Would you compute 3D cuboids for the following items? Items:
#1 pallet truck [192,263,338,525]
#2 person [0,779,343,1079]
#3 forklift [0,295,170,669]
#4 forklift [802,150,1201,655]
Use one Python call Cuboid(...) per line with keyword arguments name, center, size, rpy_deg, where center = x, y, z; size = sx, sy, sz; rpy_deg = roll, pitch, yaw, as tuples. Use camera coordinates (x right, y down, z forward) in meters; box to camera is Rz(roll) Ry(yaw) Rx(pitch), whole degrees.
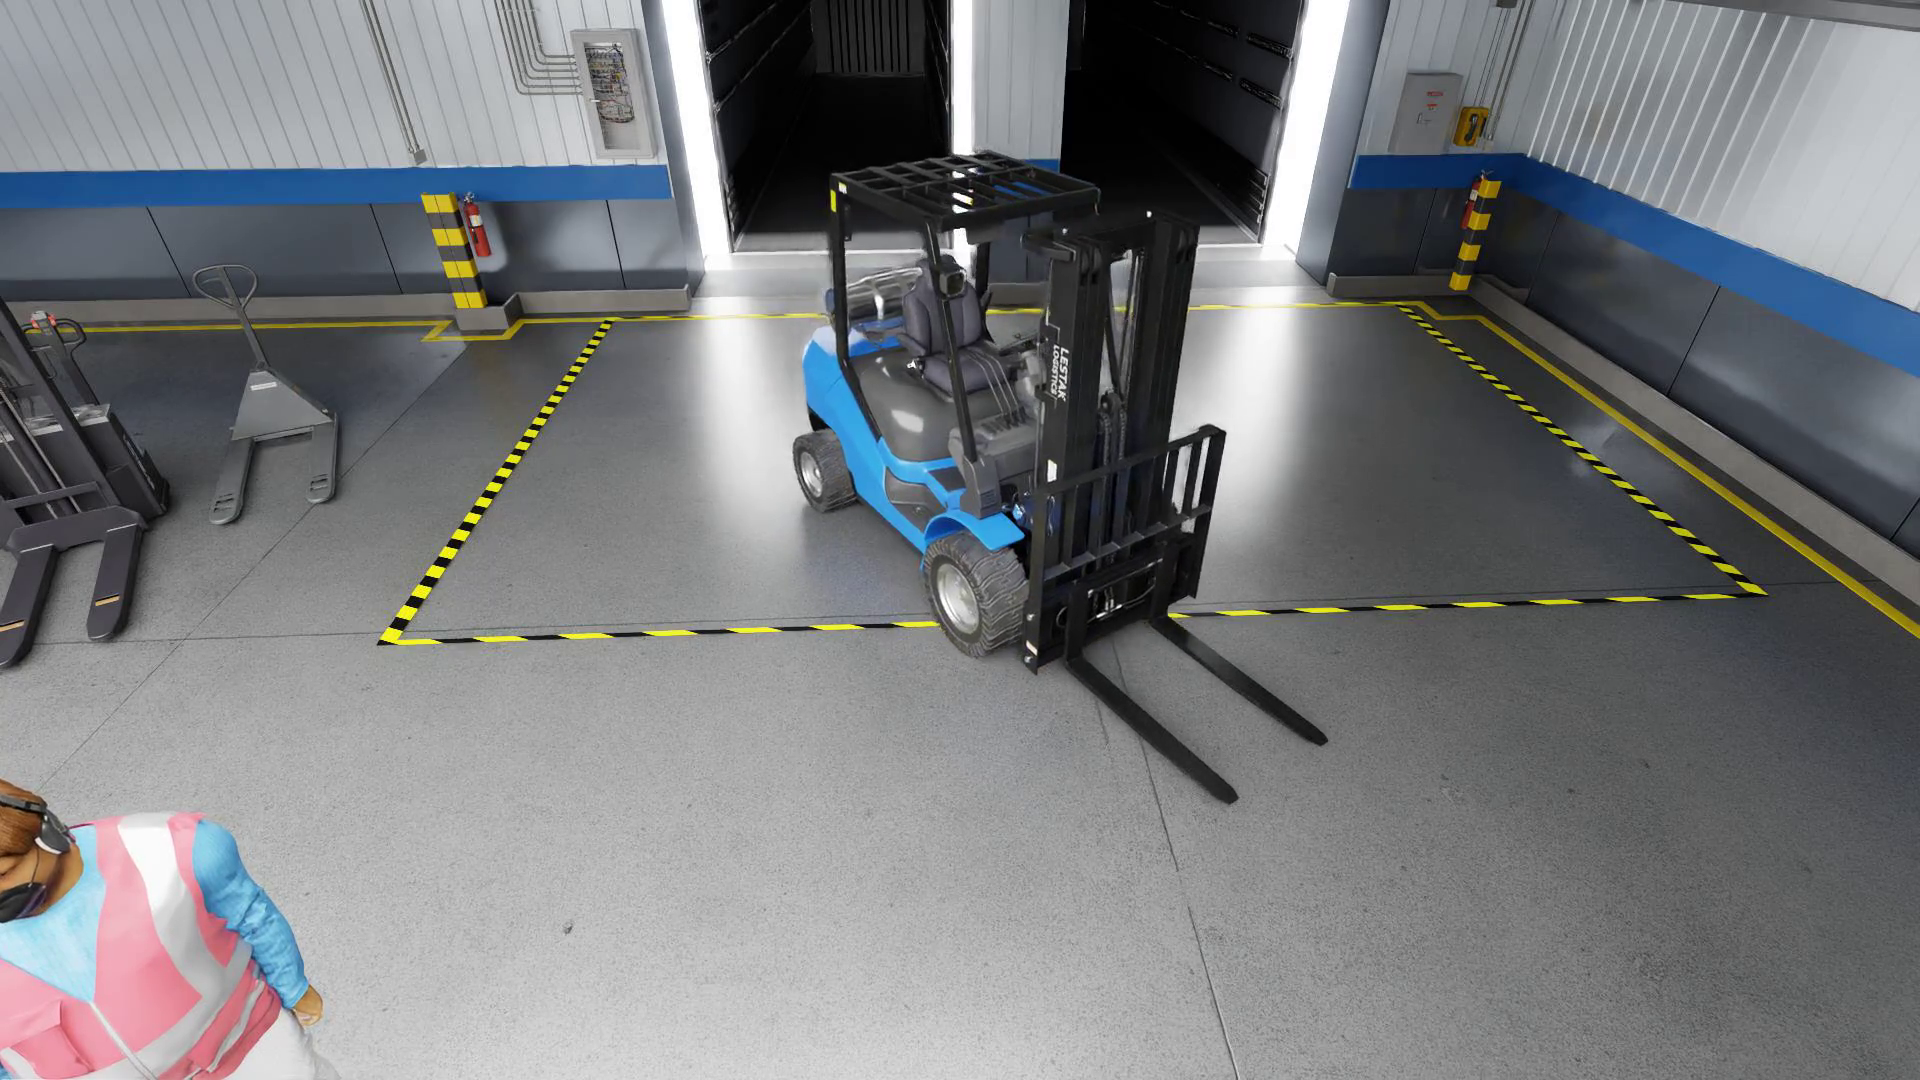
Cuboid(name="pallet truck", center=(-4.778, -1.027, 6.128), size=(0.680, 1.201, 1.601), rpy_deg=(-17, 38, -23))
Cuboid(name="person", center=(-1.965, 1.270, 2.300), size=(0.625, 1.844, 0.429), rpy_deg=(-27, 43, -33))
Cuboid(name="forklift", center=(-5.212, -0.618, 4.878), size=(0.823, 1.965, 1.885), rpy_deg=(-20, 39, -26))
Cuboid(name="forklift", center=(0.077, -0.960, 5.058), size=(1.157, 2.036, 2.680), rpy_deg=(-21, 40, -27))
